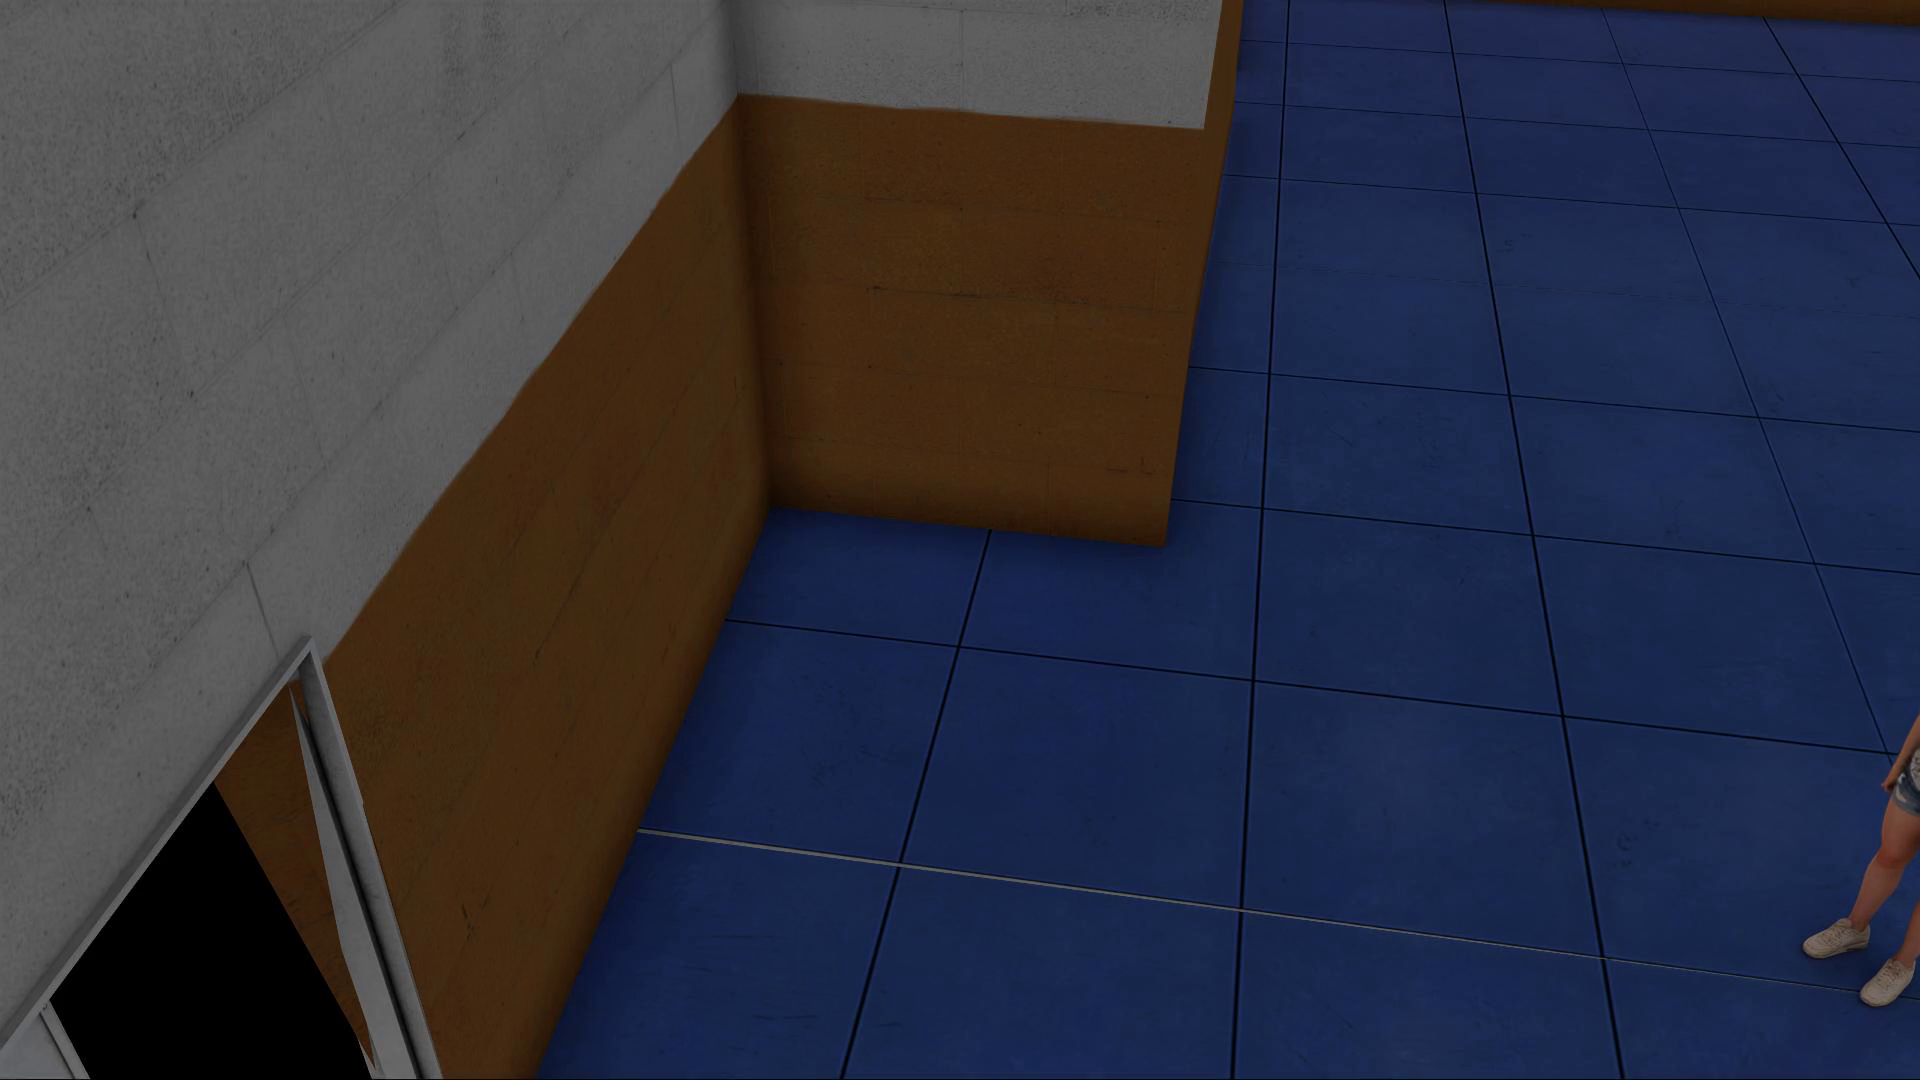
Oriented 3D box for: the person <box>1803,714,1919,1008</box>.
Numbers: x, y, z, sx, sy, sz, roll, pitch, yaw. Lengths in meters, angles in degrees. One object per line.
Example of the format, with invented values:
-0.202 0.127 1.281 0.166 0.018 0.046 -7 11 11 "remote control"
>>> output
3.354 0.878 5.616 0.689 1.759 0.658 -16 40 -20 "person"
